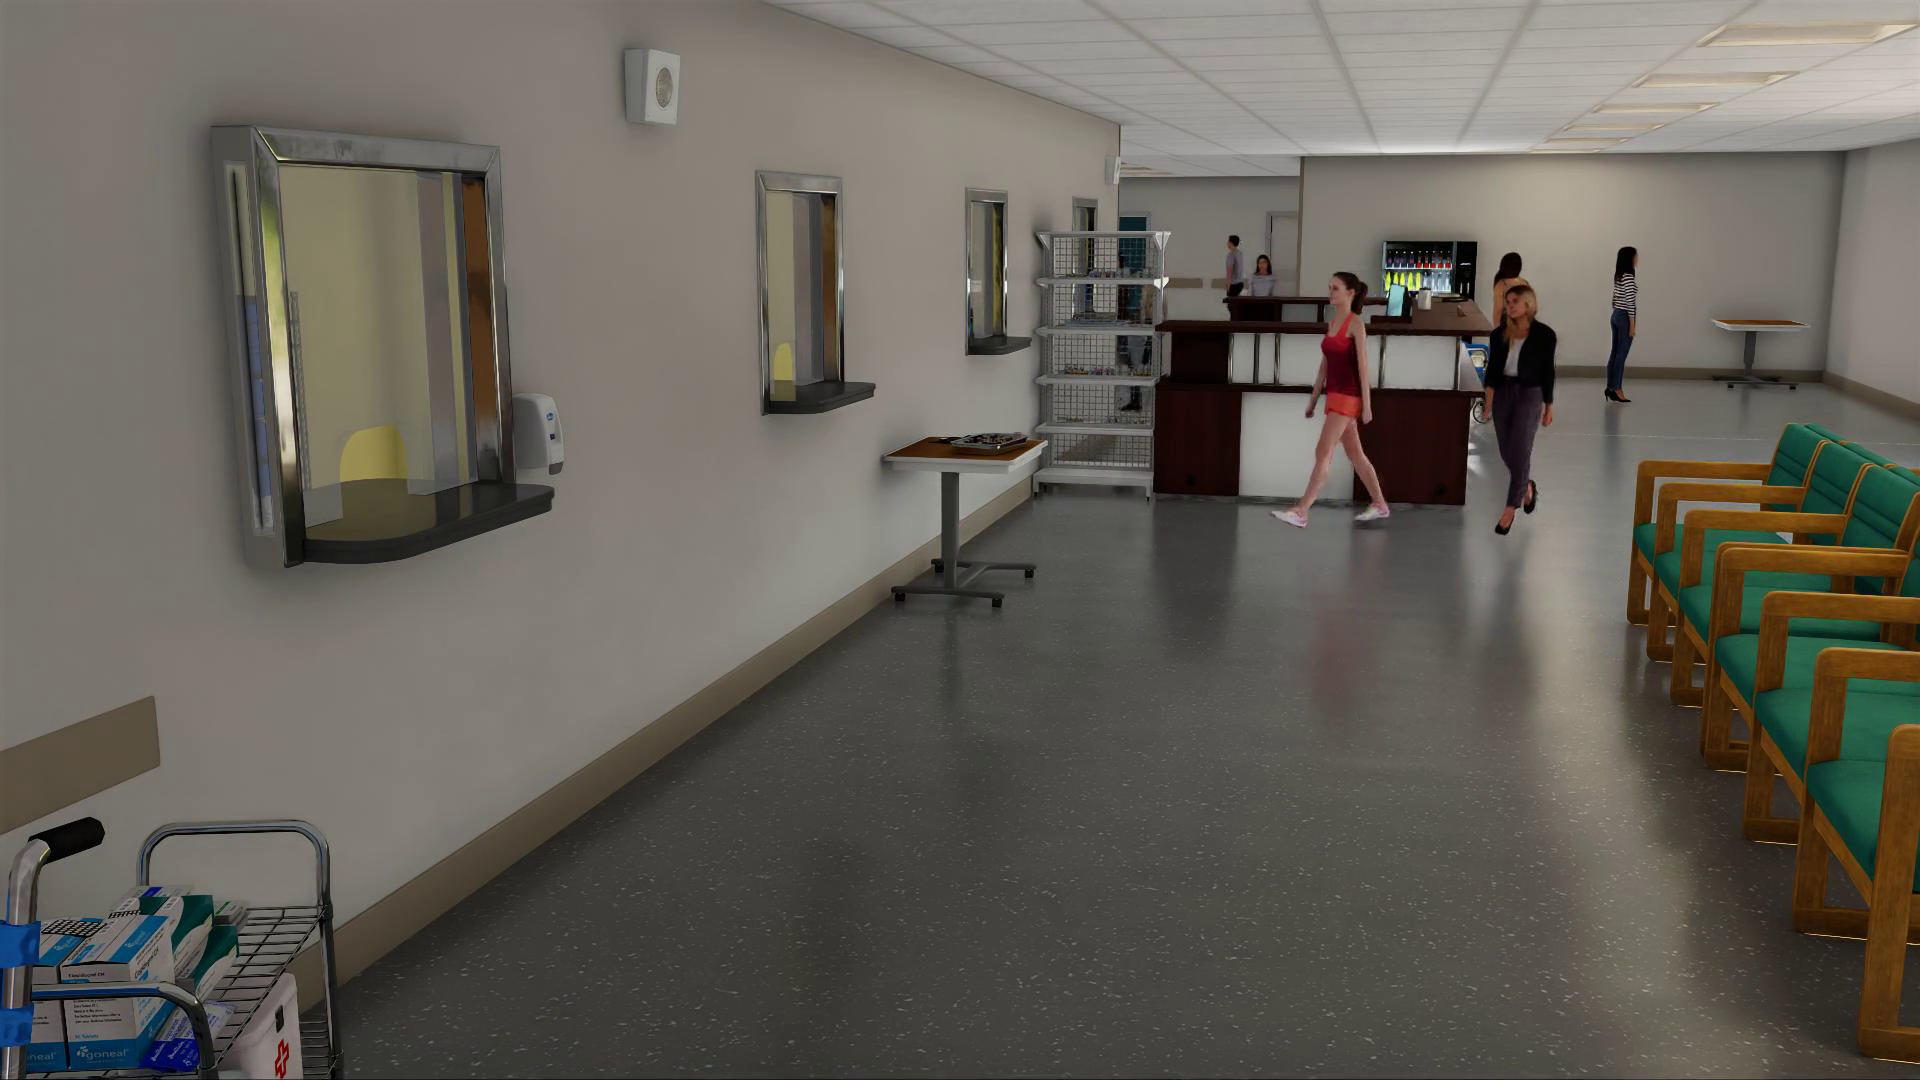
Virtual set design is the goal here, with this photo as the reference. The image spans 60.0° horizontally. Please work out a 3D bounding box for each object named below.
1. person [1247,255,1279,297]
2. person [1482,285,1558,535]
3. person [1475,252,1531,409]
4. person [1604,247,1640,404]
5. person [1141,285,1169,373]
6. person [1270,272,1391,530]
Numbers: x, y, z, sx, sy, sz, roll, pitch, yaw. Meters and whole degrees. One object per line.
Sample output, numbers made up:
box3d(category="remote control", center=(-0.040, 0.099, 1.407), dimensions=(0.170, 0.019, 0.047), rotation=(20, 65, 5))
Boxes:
box3d(category="person", center=(4.355, -3.331, 24.284), dimensions=(1.019, 1.596, 0.762), rotation=(1, 11, 7))
box3d(category="person", center=(3.771, -0.860, 11.186), dimensions=(1.098, 1.624, 0.920), rotation=(8, 13, 36))
box3d(category="person", center=(5.985, -2.196, 17.943), dimensions=(1.082, 1.729, 1.000), rotation=(-3, 11, -14))
box3d(category="person", center=(7.715, -2.507, 19.360), dimensions=(0.567, 1.796, 0.639), rotation=(0, 11, 1))
box3d(category="person", center=(2.701, -3.118, 23.531), dimensions=(0.667, 1.458, 0.727), rotation=(-6, 12, -28))
box3d(category="person", center=(2.664, -0.910, 11.243), dimensions=(1.225, 1.700, 0.968), rotation=(-3, 11, -15))
